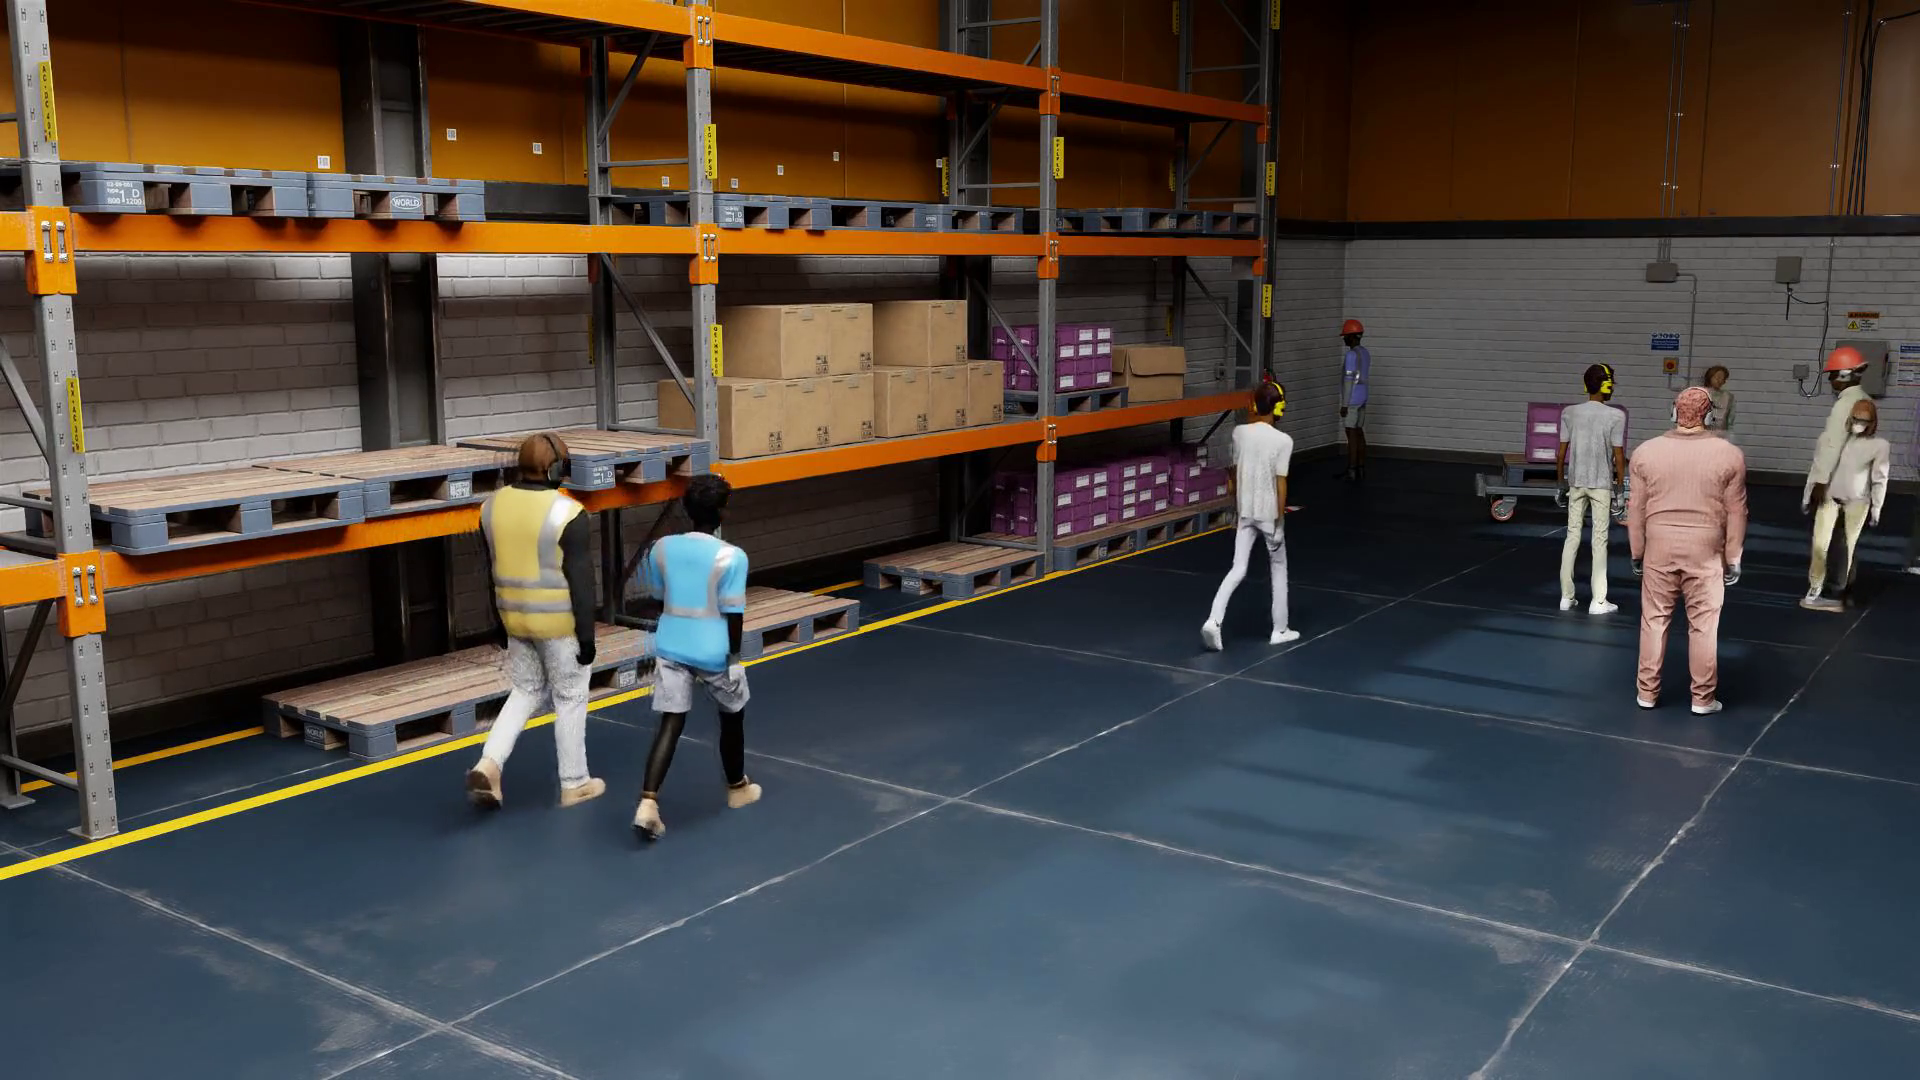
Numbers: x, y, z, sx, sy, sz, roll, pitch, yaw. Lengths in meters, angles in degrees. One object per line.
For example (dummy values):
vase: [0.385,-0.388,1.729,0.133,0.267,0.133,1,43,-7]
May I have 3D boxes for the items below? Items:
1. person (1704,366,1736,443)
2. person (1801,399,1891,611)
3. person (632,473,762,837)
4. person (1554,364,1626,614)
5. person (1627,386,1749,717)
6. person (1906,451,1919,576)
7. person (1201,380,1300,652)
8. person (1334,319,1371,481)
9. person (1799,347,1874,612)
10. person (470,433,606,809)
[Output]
person: [7.453,-0.947,16.612,0.517,1.596,0.851,1,10,5]
person: [6.600,-0.259,12.423,0.550,1.613,0.377,6,11,30]
person: [-1.223,0.525,7.654,0.544,1.660,0.836,4,10,20]
person: [4.714,-0.381,12.434,0.535,1.864,0.312,9,13,42]
person: [4.204,0.067,9.640,0.643,1.909,0.410,6,11,32]
person: [8.125,-0.616,13.703,0.488,1.902,0.620,2,10,14]
person: [1.975,-0.159,11.215,0.527,1.838,0.898,8,13,41]
person: [4.704,-1.678,19.974,0.382,1.929,0.541,6,11,33]
person: [6.639,-0.460,12.540,0.402,1.982,0.646,8,13,41]
person: [-2.004,0.405,7.875,0.639,1.826,0.634,5,11,26]
